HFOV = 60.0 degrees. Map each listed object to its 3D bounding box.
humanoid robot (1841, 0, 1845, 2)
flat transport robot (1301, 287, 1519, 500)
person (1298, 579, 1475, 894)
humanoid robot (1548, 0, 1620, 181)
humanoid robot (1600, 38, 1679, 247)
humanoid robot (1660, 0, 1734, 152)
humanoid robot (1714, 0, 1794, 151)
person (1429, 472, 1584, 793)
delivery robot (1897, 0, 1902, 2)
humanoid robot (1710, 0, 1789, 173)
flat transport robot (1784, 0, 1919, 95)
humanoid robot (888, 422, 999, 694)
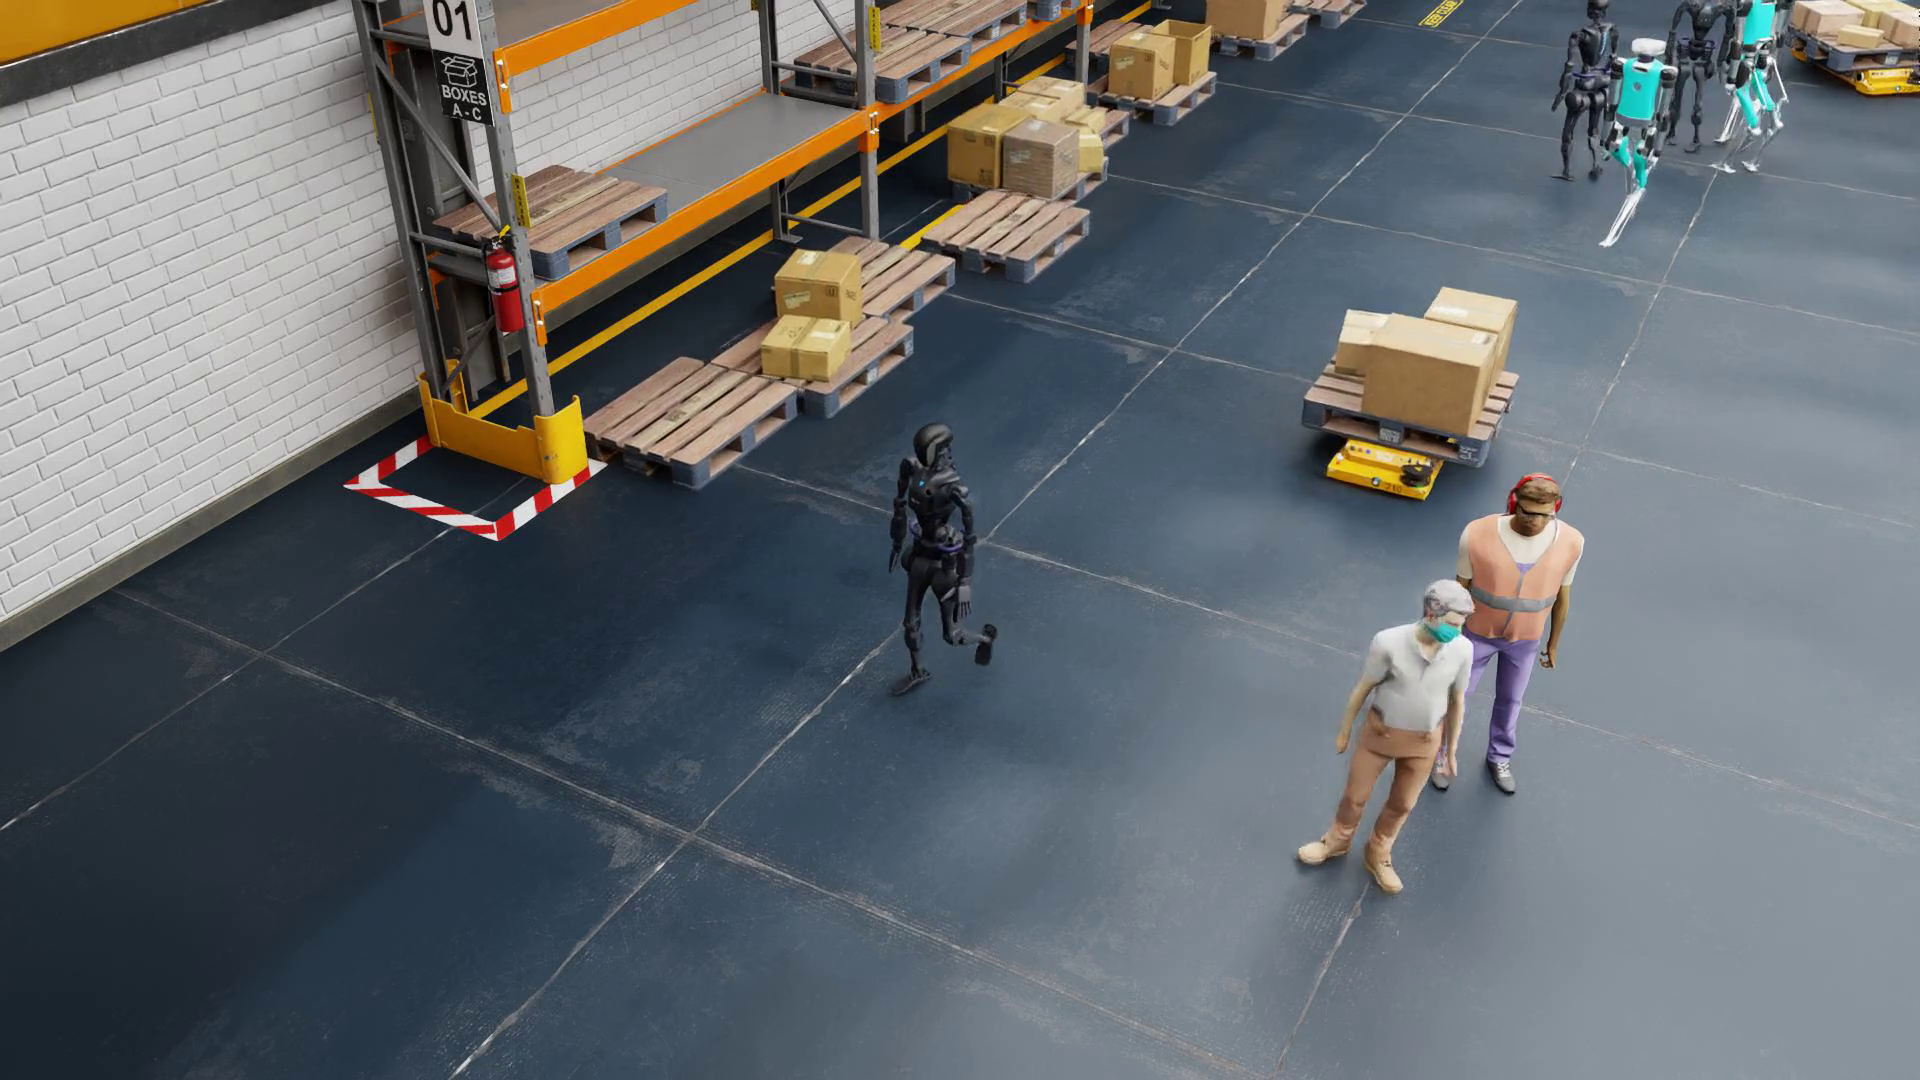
[{"bbox_3d":[10.082,-6.314,18.383,0.559,1.749,0.879,-23,40,-30],"label":"humanoid robot"},{"bbox_3d":[3.016,-0.747,11.278,0.659,0.231,1.431,16,37,22],"label":"flat transport robot"},{"bbox_3d":[1.930,0.878,7.521,0.627,1.717,0.314,4,34,6],"label":"person"},{"bbox_3d":[5.703,-4.068,15.034,0.585,1.647,0.412,-12,35,-17],"label":"humanoid robot"},{"bbox_3d":[5.750,-3.408,13.990,0.543,1.764,0.961,24,41,32],"label":"humanoid robot"},{"bbox_3d":[6.956,-4.525,15.721,0.586,1.640,0.433,11,35,16],"label":"humanoid robot"},{"bbox_3d":[7.523,-4.589,15.698,0.530,1.721,0.723,27,42,34],"label":"humanoid robot"},{"bbox_3d":[2.625,0.439,8.067,0.559,1.836,0.391,3,34,5],"label":"person"},{"bbox_3d":[10.433,-5.811,18.664,0.499,0.577,0.769,-5,34,-8],"label":"delivery robot"},{"bbox_3d":[7.336,-4.195,15.140,0.556,1.743,0.769,-16,37,-23],"label":"humanoid robot"},{"bbox_3d":[9.643,-5.110,17.879,0.659,0.231,1.431,-5,34,-8],"label":"flat transport robot"},{"bbox_3d":[-0.090,0.067,8.785,0.612,1.635,0.638,28,43,36],"label":"humanoid robot"}]
